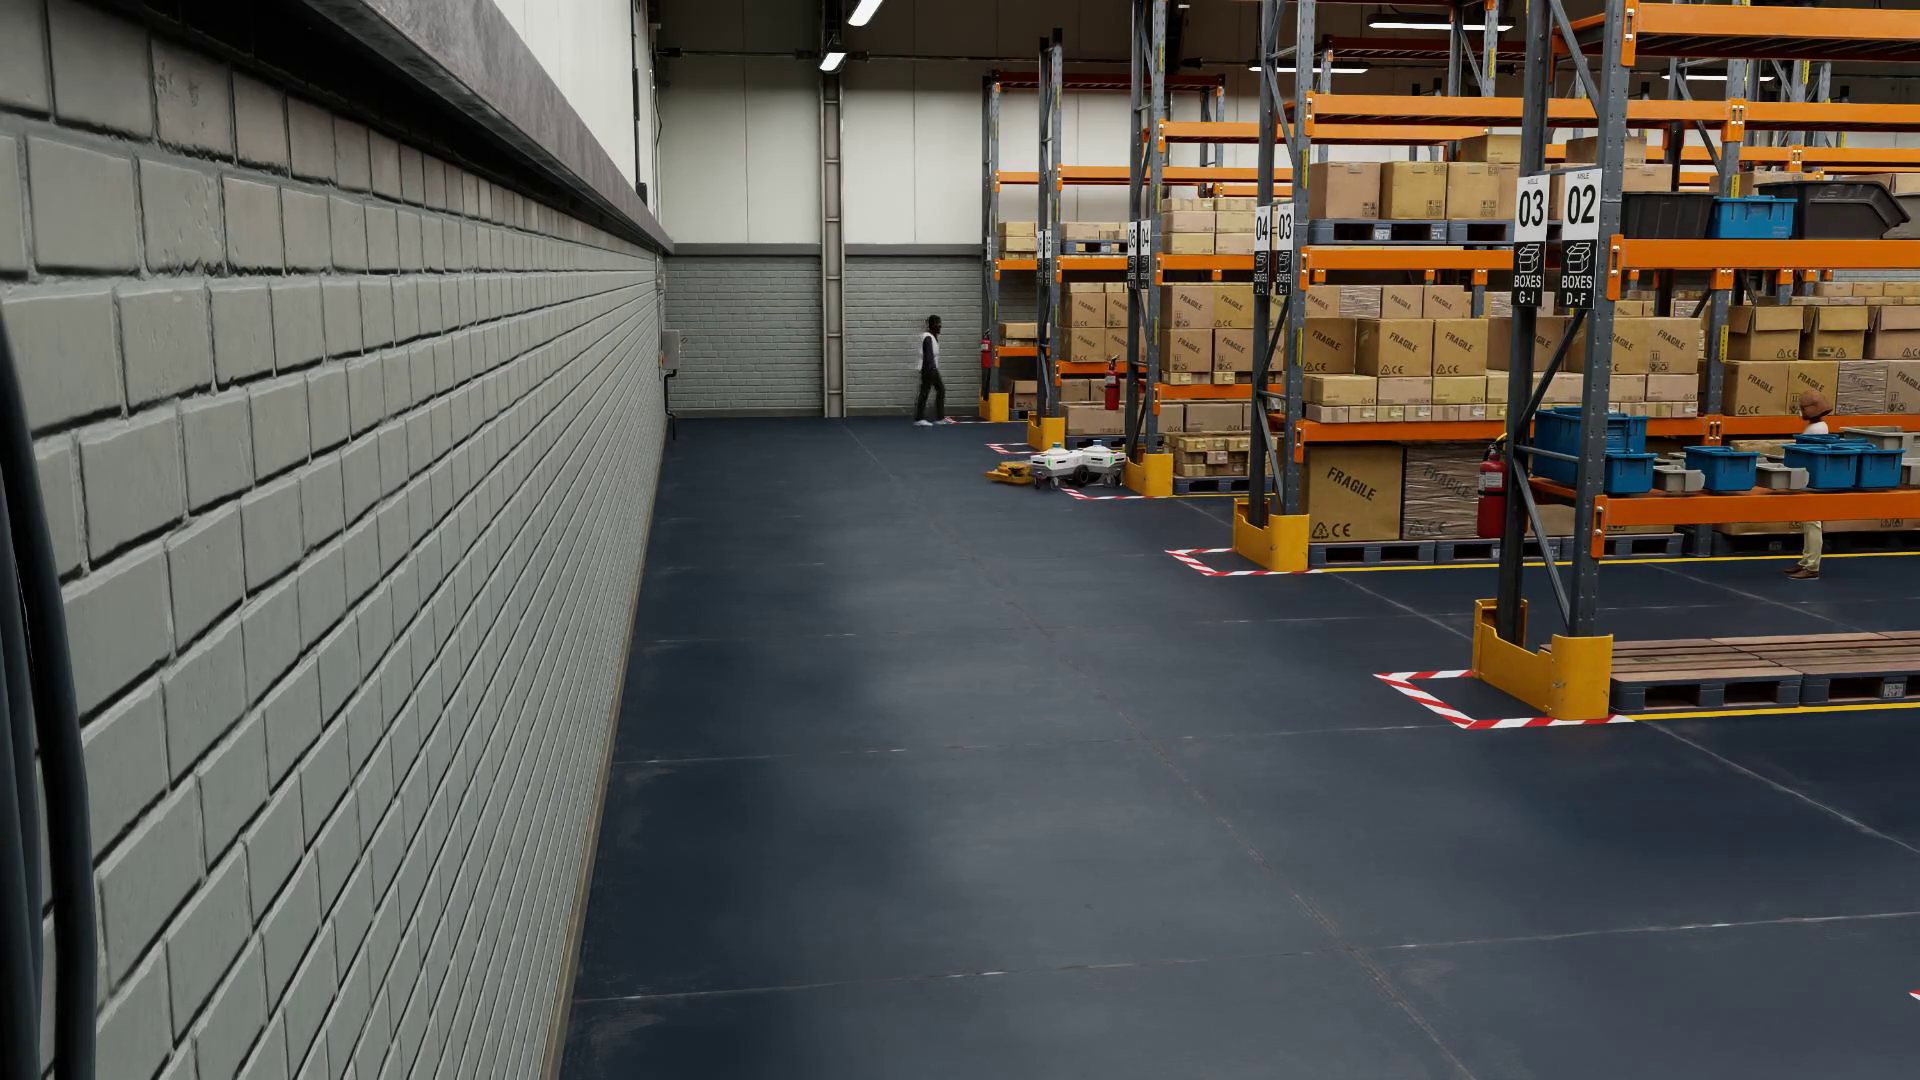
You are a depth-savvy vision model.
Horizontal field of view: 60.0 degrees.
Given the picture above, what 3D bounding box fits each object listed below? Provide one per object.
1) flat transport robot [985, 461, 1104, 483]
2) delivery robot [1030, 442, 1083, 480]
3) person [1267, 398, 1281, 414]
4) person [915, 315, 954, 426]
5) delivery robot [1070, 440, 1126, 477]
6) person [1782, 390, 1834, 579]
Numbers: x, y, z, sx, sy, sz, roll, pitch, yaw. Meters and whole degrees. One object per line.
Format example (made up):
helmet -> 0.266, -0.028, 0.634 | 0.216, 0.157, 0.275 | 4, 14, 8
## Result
flat transport robot -> 1.083, -0.897, 21.122 | 1.431, 0.197, 0.652 | -6, 11, -33
delivery robot -> 1.174, -0.944, 20.252 | 0.477, 0.478, 0.707 | 8, 12, 41
person -> 4.592, -2.237, 24.271 | 0.369, 1.933, 0.551 | -4, 10, -22
person -> -0.416, -2.884, 28.413 | 0.780, 1.891, 0.614 | 2, 9, 13
delivery robot -> 1.695, -0.991, 20.538 | 0.707, 0.478, 0.477 | 8, 12, 41
person -> 7.313, -0.474, 14.323 | 0.283, 1.633, 0.498 | 3, 10, 20
